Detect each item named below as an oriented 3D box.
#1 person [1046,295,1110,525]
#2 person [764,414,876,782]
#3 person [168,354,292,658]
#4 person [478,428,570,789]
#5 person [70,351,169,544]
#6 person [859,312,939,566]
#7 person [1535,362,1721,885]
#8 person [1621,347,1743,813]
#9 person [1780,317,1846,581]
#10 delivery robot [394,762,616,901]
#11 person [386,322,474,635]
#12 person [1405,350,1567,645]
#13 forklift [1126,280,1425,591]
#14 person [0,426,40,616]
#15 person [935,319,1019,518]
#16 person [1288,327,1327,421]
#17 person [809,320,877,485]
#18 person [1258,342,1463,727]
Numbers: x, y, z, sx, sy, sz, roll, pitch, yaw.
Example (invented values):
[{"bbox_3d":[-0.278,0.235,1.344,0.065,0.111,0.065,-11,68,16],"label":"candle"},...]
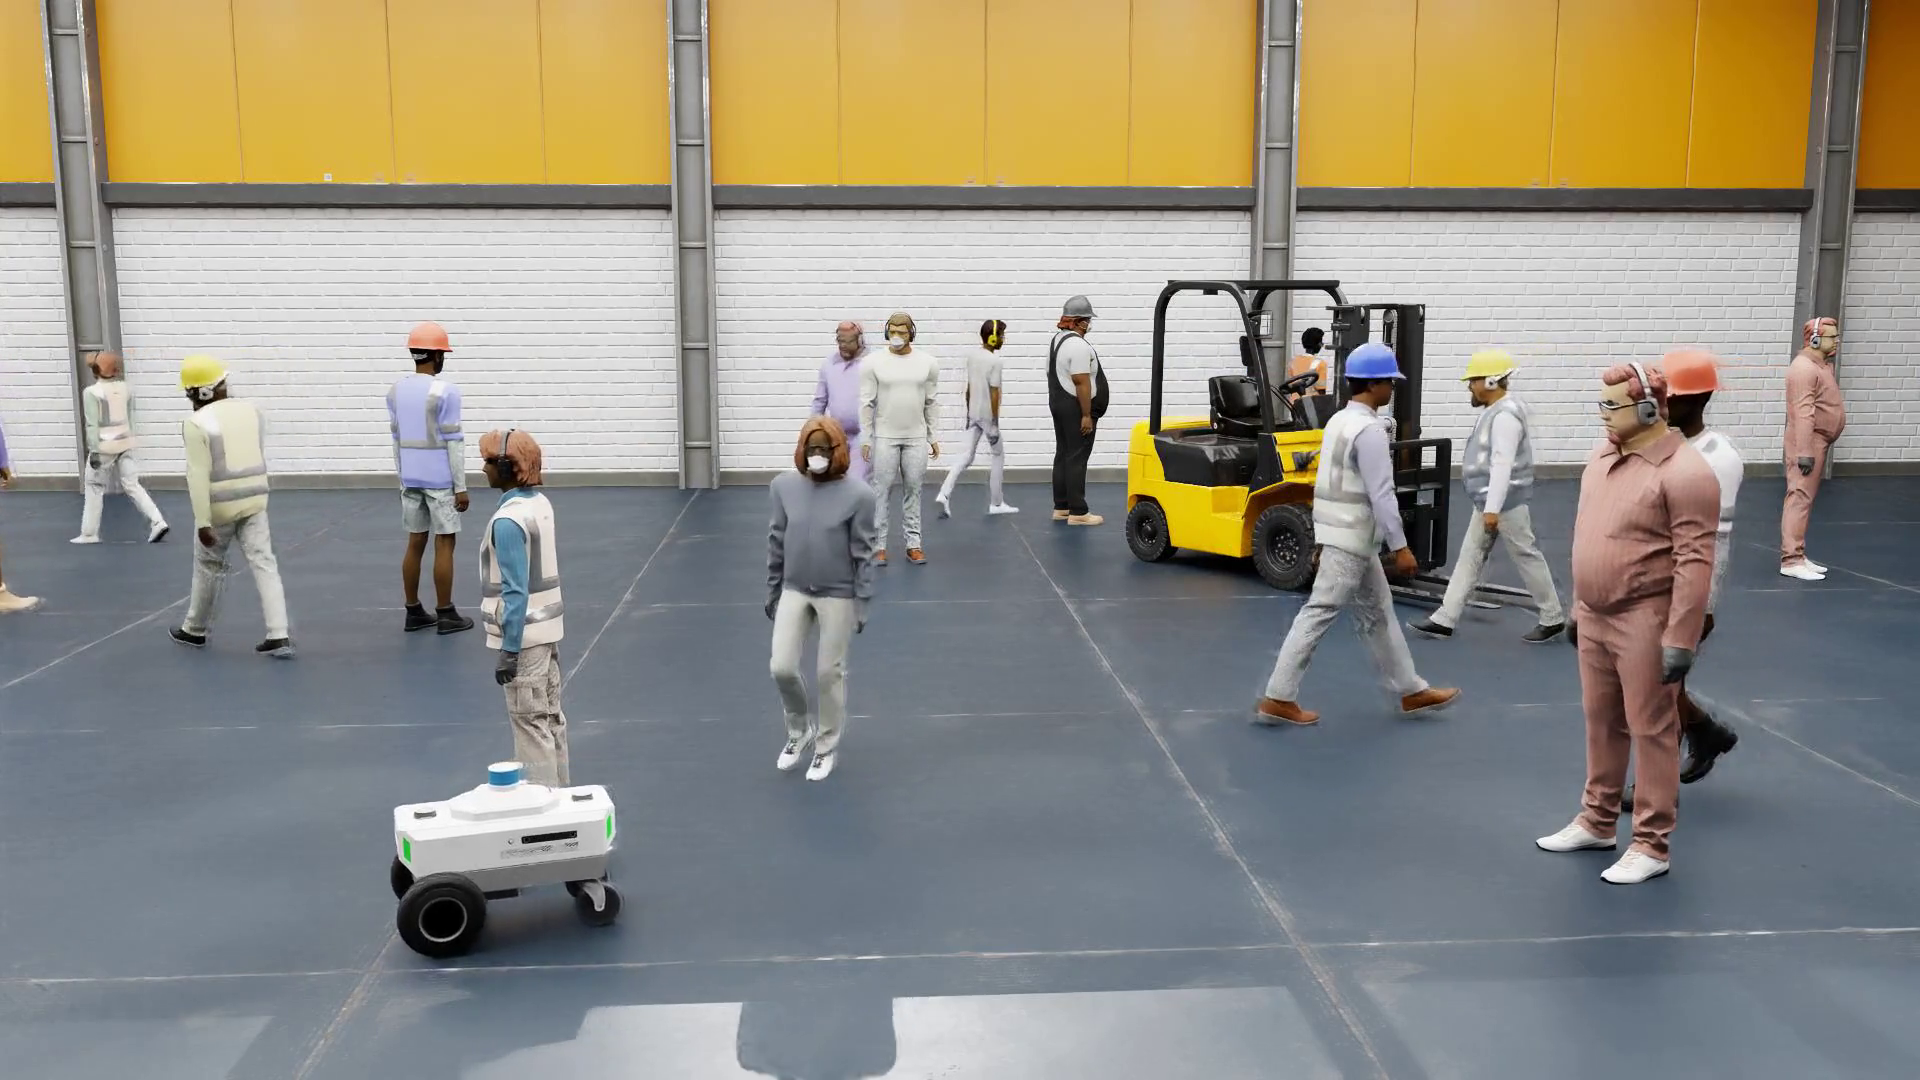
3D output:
[{"bbox_3d":[1.068,-1.163,14.858,0.539,2.000,0.689,-3,10,-18],"label":"person"},{"bbox_3d":[-0.614,0.257,7.239,0.519,1.613,0.370,2,9,13],"label":"person"},{"bbox_3d":[-4.261,-0.194,9.666,0.976,1.766,0.577,5,10,29],"label":"person"},{"bbox_3d":[-1.669,0.389,6.372,0.310,1.638,0.523,0,9,-1],"label":"person"},{"bbox_3d":[-6.940,-0.753,13.649,0.799,1.609,0.530,2,9,14],"label":"person"},{"bbox_3d":[-0.461,-0.770,12.715,0.634,1.935,0.350,-3,9,-15],"label":"person"},{"bbox_3d":[2.445,0.301,6.111,0.400,1.901,0.643,-2,9,-14],"label":"person"},{"bbox_3d":[2.968,0.170,6.834,0.554,1.923,0.573,-2,9,-10],"label":"person"},{"bbox_3d":[6.248,-0.672,12.199,0.410,1.909,0.642,5,11,30],"label":"person"},{"bbox_3d":[-1.537,0.999,5.641,0.707,0.478,0.477,-4,10,-21],"label":"delivery robot"},{"bbox_3d":[-3.263,-0.378,10.302,0.541,1.930,0.386,5,10,27],"label":"person"},{"bbox_3d":[3.230,-0.244,9.961,0.953,1.771,0.687,1,9,7],"label":"person"},{"bbox_3d":[2.301,-0.860,12.475,1.214,2.155,2.313,-6,11,-35],"label":"forklift"},{"bbox_3d":[-6.444,-0.471,10.695,0.369,2.004,0.802,8,12,41],"label":"person"},{"bbox_3d":[0.154,-1.101,15.175,0.898,1.826,0.562,-7,12,-38],"label":"person"},{"bbox_3d":[3.531,-1.306,16.870,0.319,1.688,0.535,-5,10,-30],"label":"person"},{"bbox_3d":[-0.884,-0.826,13.316,0.763,1.851,0.916,5,10,27],"label":"person"},{"bbox_3d":[1.954,-0.009,8.110,1.045,1.890,0.619,0,9,3],"label":"person"}]
